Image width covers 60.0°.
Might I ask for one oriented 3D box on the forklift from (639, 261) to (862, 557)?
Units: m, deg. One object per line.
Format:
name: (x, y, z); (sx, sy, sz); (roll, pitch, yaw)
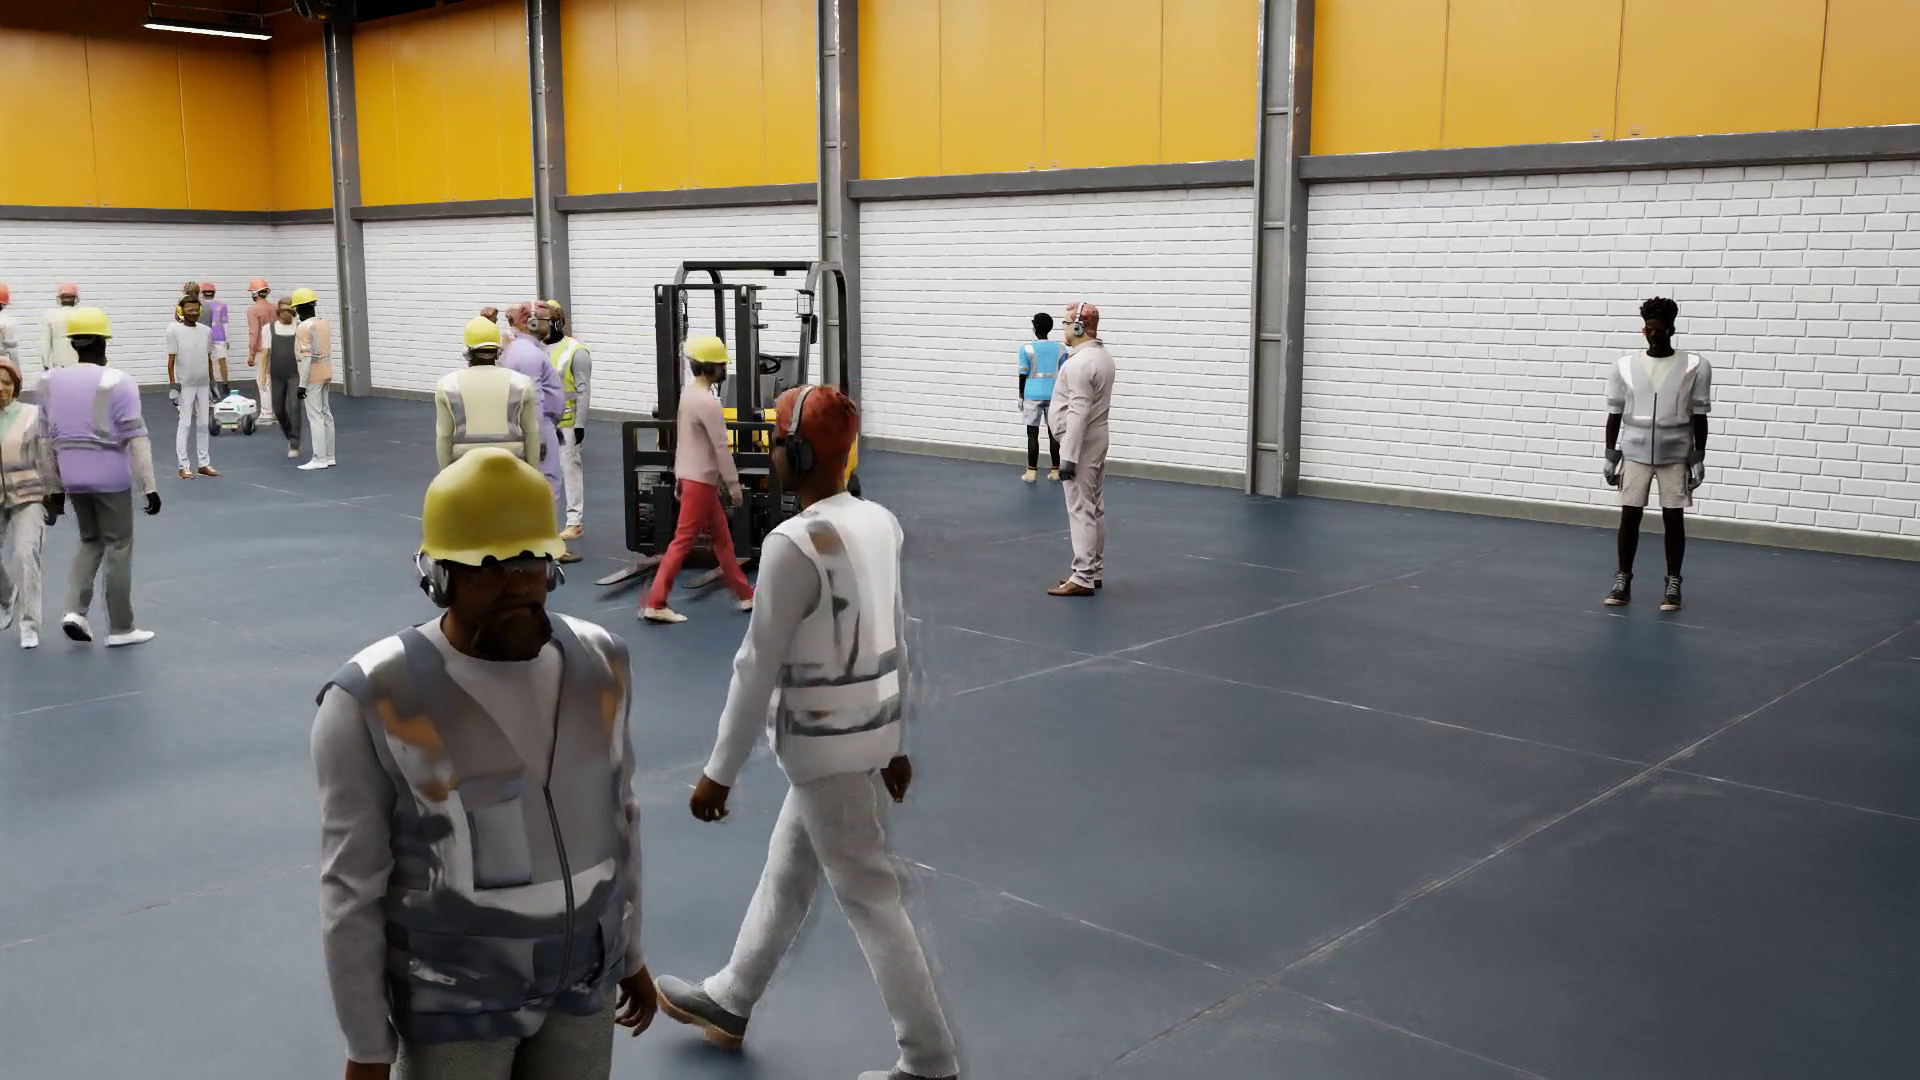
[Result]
forklift: (-1.552, -1.040, 12.721); (1.214, 2.155, 2.313); (2, 9, 11)

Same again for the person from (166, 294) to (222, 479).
person: (-7.769, -1.553, 16.873); (0.312, 1.864, 0.532); (6, 11, 32)

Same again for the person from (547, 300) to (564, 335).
person: (-4.669, -1.857, 19.042); (0.327, 1.765, 0.529); (4, 10, 23)

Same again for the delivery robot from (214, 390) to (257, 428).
delivery robot: (-9.306, -1.678, 21.358); (0.477, 0.478, 0.707); (-1, 9, -6)

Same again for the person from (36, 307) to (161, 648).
person: (-4.790, -0.336, 9.273); (0.625, 1.914, 0.401); (2, 9, 11)

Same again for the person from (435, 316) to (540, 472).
person: (-2.836, -0.423, 10.024); (0.600, 1.836, 0.404); (-3, 10, -17)

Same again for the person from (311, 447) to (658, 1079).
person: (-0.773, 0.751, 2.847); (0.404, 1.830, 0.599); (9, 13, 44)

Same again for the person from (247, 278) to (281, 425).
person: (-9.495, -2.566, 22.686); (0.387, 1.992, 0.626); (3, 10, 15)

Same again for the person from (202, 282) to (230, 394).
person: (-12.740, -3.419, 28.226); (0.661, 1.903, 0.505); (-3, 10, -18)

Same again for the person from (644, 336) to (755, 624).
person: (-1.520, -0.360, 9.998); (0.909, 1.716, 0.543); (-4, 10, -25)

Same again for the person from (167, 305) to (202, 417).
person: (-11.073, -2.574, 23.837); (0.507, 1.631, 0.266); (-3, 10, -16)

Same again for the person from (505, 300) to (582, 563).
person: (-3.037, -0.782, 12.048); (0.443, 1.902, 0.663); (-4, 10, -21)

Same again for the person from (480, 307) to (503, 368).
person: (-6.022, -2.168, 21.332); (0.307, 1.640, 0.513); (1, 9, 4)

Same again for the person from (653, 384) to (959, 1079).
person: (-0.397, 0.523, 4.238); (0.985, 1.830, 0.579); (3, 10, 19)

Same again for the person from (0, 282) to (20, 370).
person: (-10.461, -1.780, 17.904); (0.652, 1.989, 0.415); (-1, 9, -9)

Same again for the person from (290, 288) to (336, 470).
person: (-6.860, -1.704, 17.623); (0.372, 1.922, 0.585); (0, 9, 3)

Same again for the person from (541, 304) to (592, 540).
person: (-3.193, -0.919, 13.061); (0.624, 1.844, 0.429); (4, 10, 23)

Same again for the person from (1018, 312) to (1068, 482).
person: (0.824, -1.415, 16.565); (0.536, 1.690, 0.321); (-3, 10, -19)

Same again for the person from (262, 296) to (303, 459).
person: (-7.613, -1.849, 18.830); (0.526, 1.821, 0.768); (-2, 10, -14)

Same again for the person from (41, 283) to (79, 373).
person: (-10.777, -2.139, 20.217); (0.657, 1.937, 1.010); (-5, 10, -26)

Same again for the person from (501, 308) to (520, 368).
person: (-5.452, -2.035, 20.514); (0.307, 1.641, 0.514); (4, 10, 24)

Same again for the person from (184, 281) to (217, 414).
person: (-11.129, -2.800, 24.294); (0.352, 1.937, 0.635); (1, 9, 7)

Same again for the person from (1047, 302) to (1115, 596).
person: (0.775, -0.588, 10.830); (0.410, 1.909, 0.643); (3, 10, 17)

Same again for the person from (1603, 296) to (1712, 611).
person: (4.323, -0.531, 10.356); (0.610, 1.955, 0.407); (5, 11, 30)

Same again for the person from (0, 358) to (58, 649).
person: (-5.346, -0.214, 9.361); (0.521, 1.624, 0.447); (-4, 10, -22)
